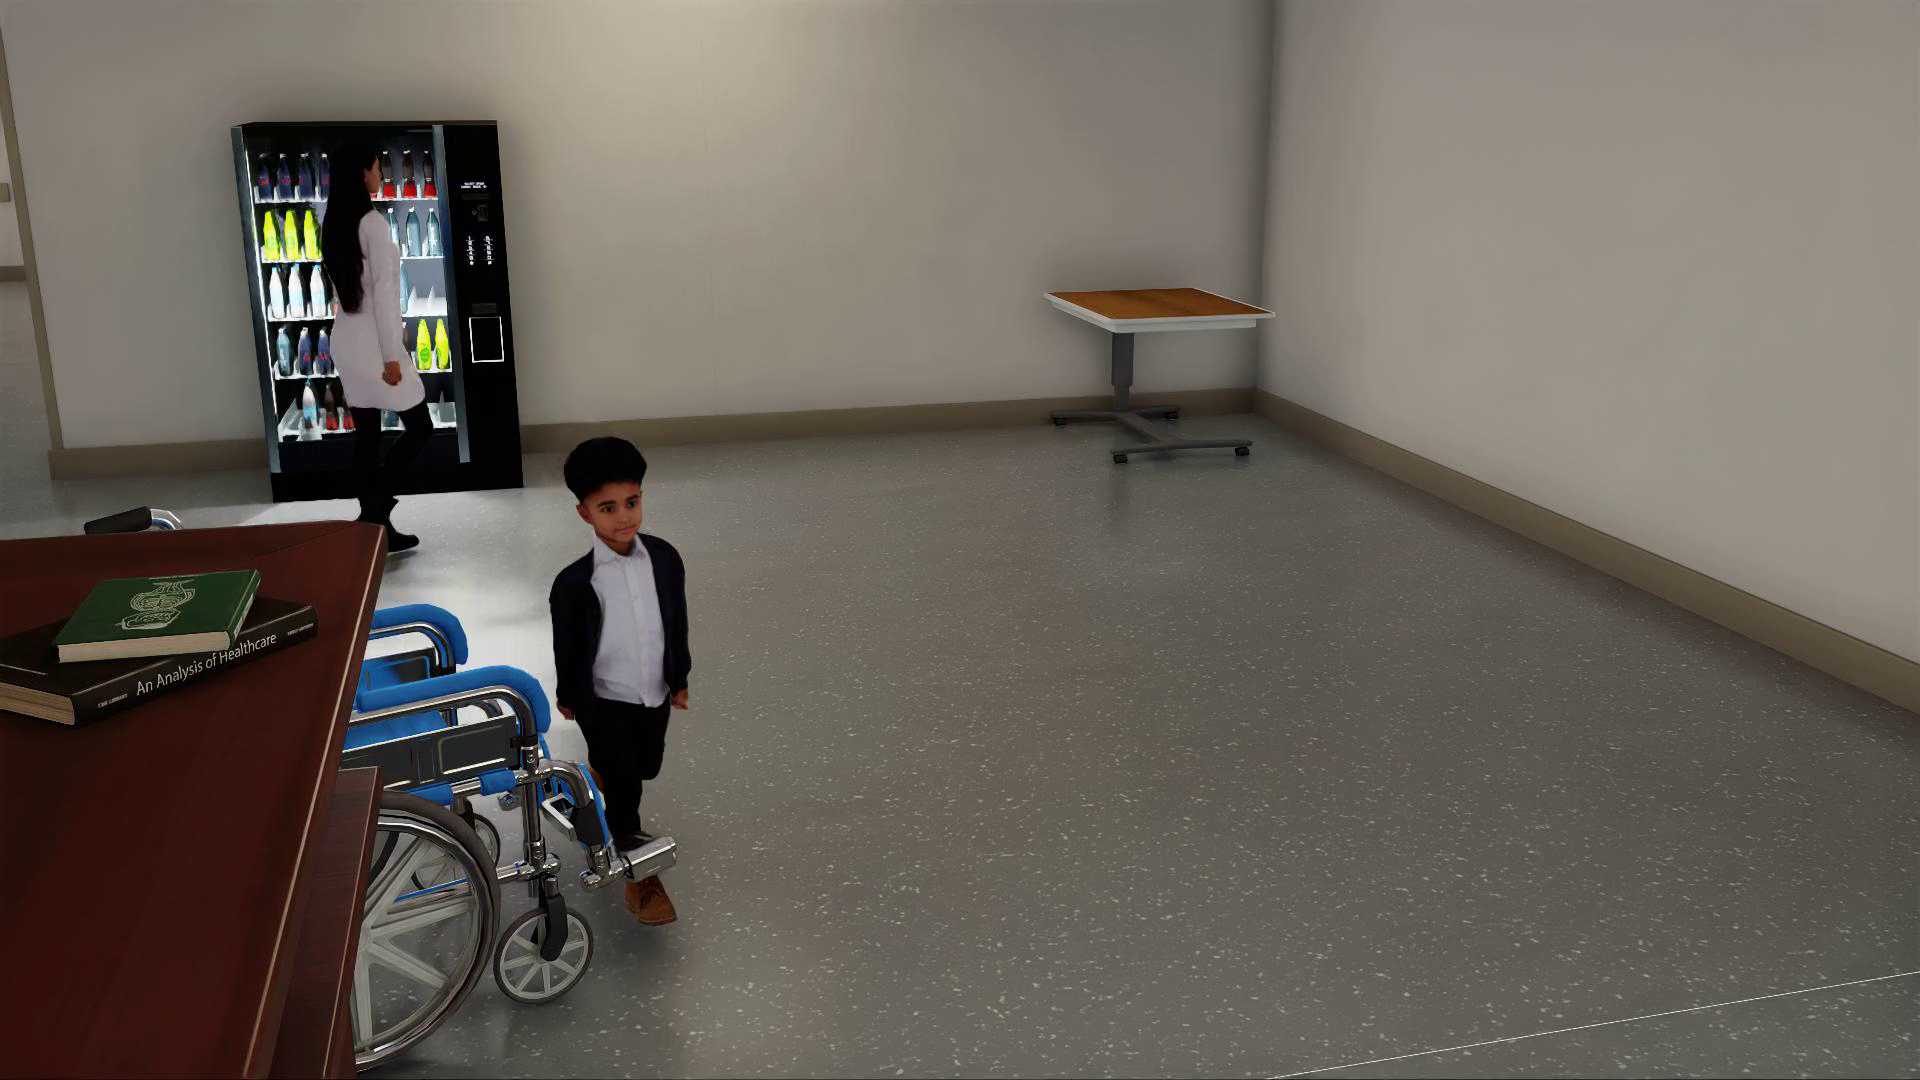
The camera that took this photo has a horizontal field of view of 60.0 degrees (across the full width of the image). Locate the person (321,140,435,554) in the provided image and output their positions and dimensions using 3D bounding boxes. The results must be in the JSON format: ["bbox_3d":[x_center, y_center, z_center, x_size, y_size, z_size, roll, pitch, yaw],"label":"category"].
[{"bbox_3d":[-2.598,-0.776,7.099,0.744,1.800,0.787,12,20,36],"label":"person"}]

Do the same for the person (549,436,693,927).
[{"bbox_3d":[-0.878,0.331,4.202,0.854,1.203,0.760,-12,20,-36],"label":"person"}]
